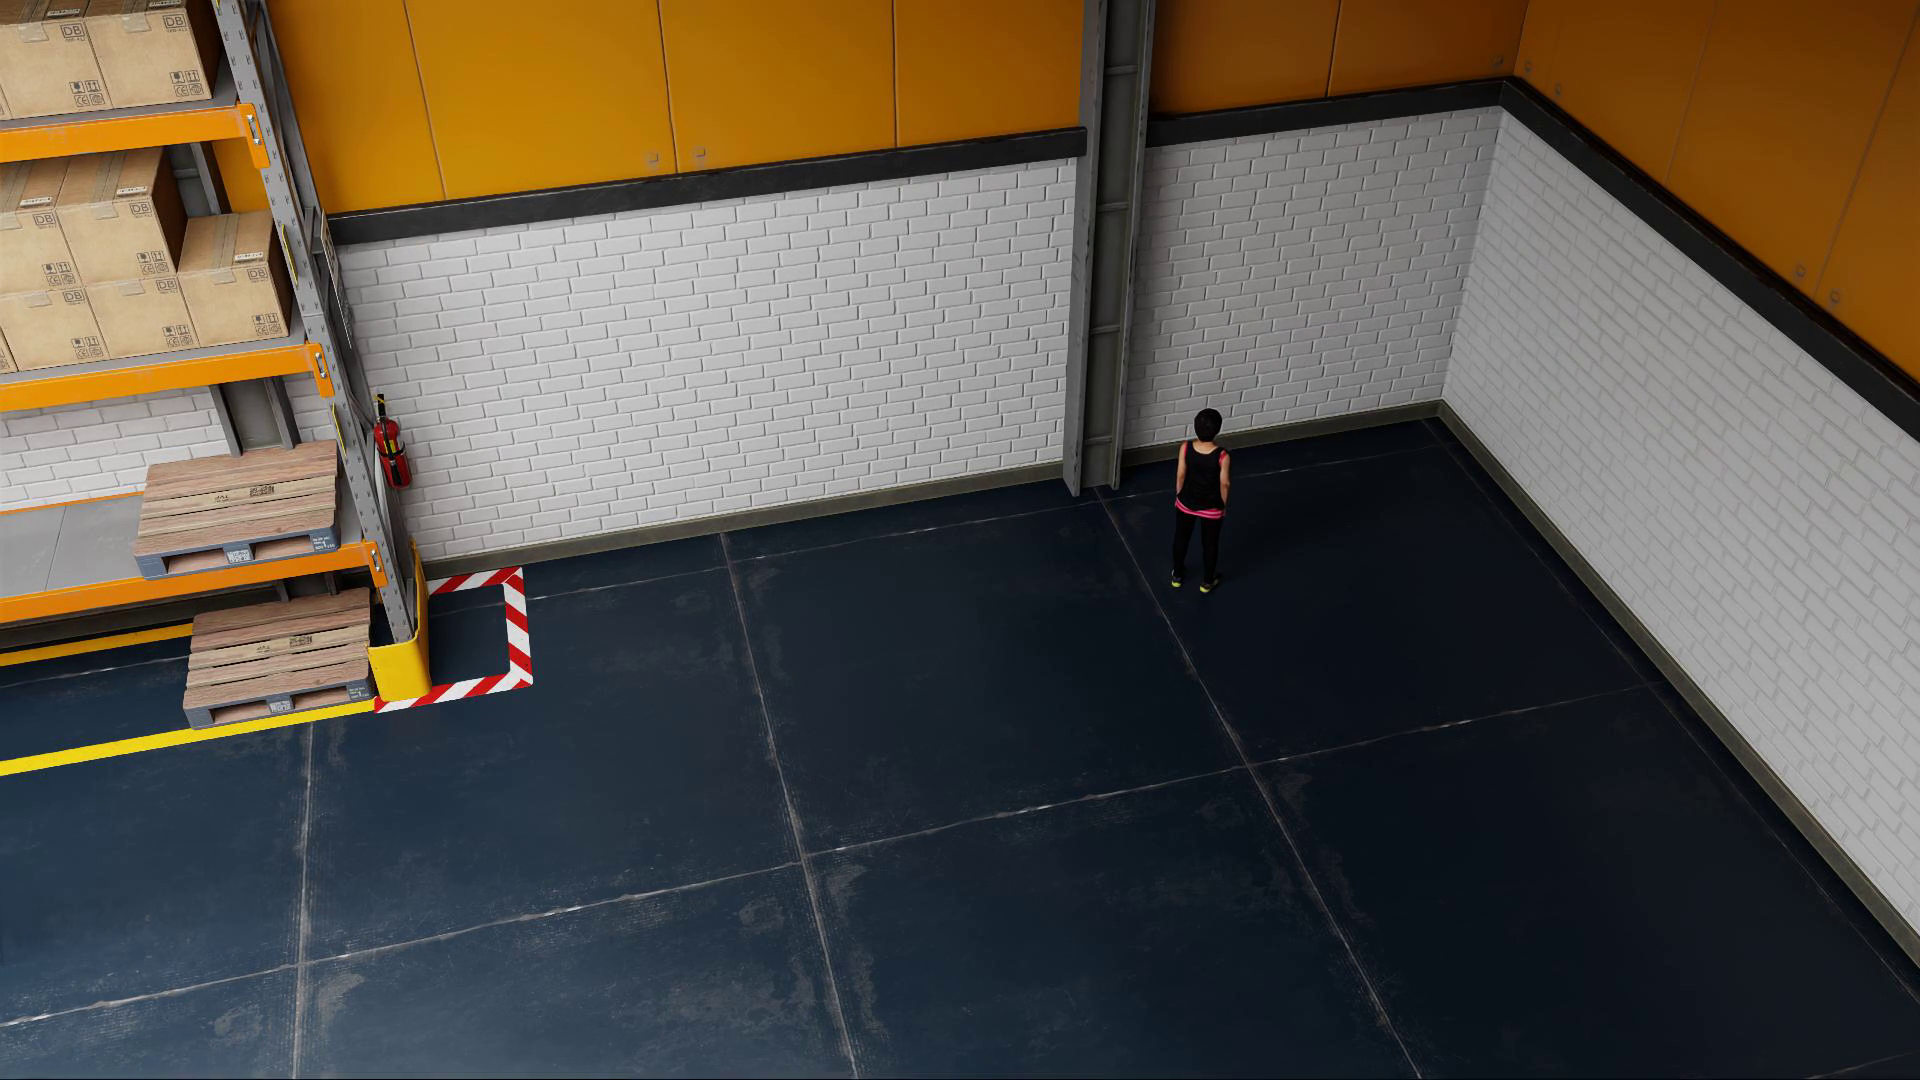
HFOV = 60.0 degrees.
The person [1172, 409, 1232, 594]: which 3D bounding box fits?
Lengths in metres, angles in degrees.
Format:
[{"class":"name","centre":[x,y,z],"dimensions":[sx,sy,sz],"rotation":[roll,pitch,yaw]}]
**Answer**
[{"class":"person","centre":[1.738,-0.292,11.999],"dimensions":[0.602,1.553,0.682],"rotation":[14,41,17]}]
